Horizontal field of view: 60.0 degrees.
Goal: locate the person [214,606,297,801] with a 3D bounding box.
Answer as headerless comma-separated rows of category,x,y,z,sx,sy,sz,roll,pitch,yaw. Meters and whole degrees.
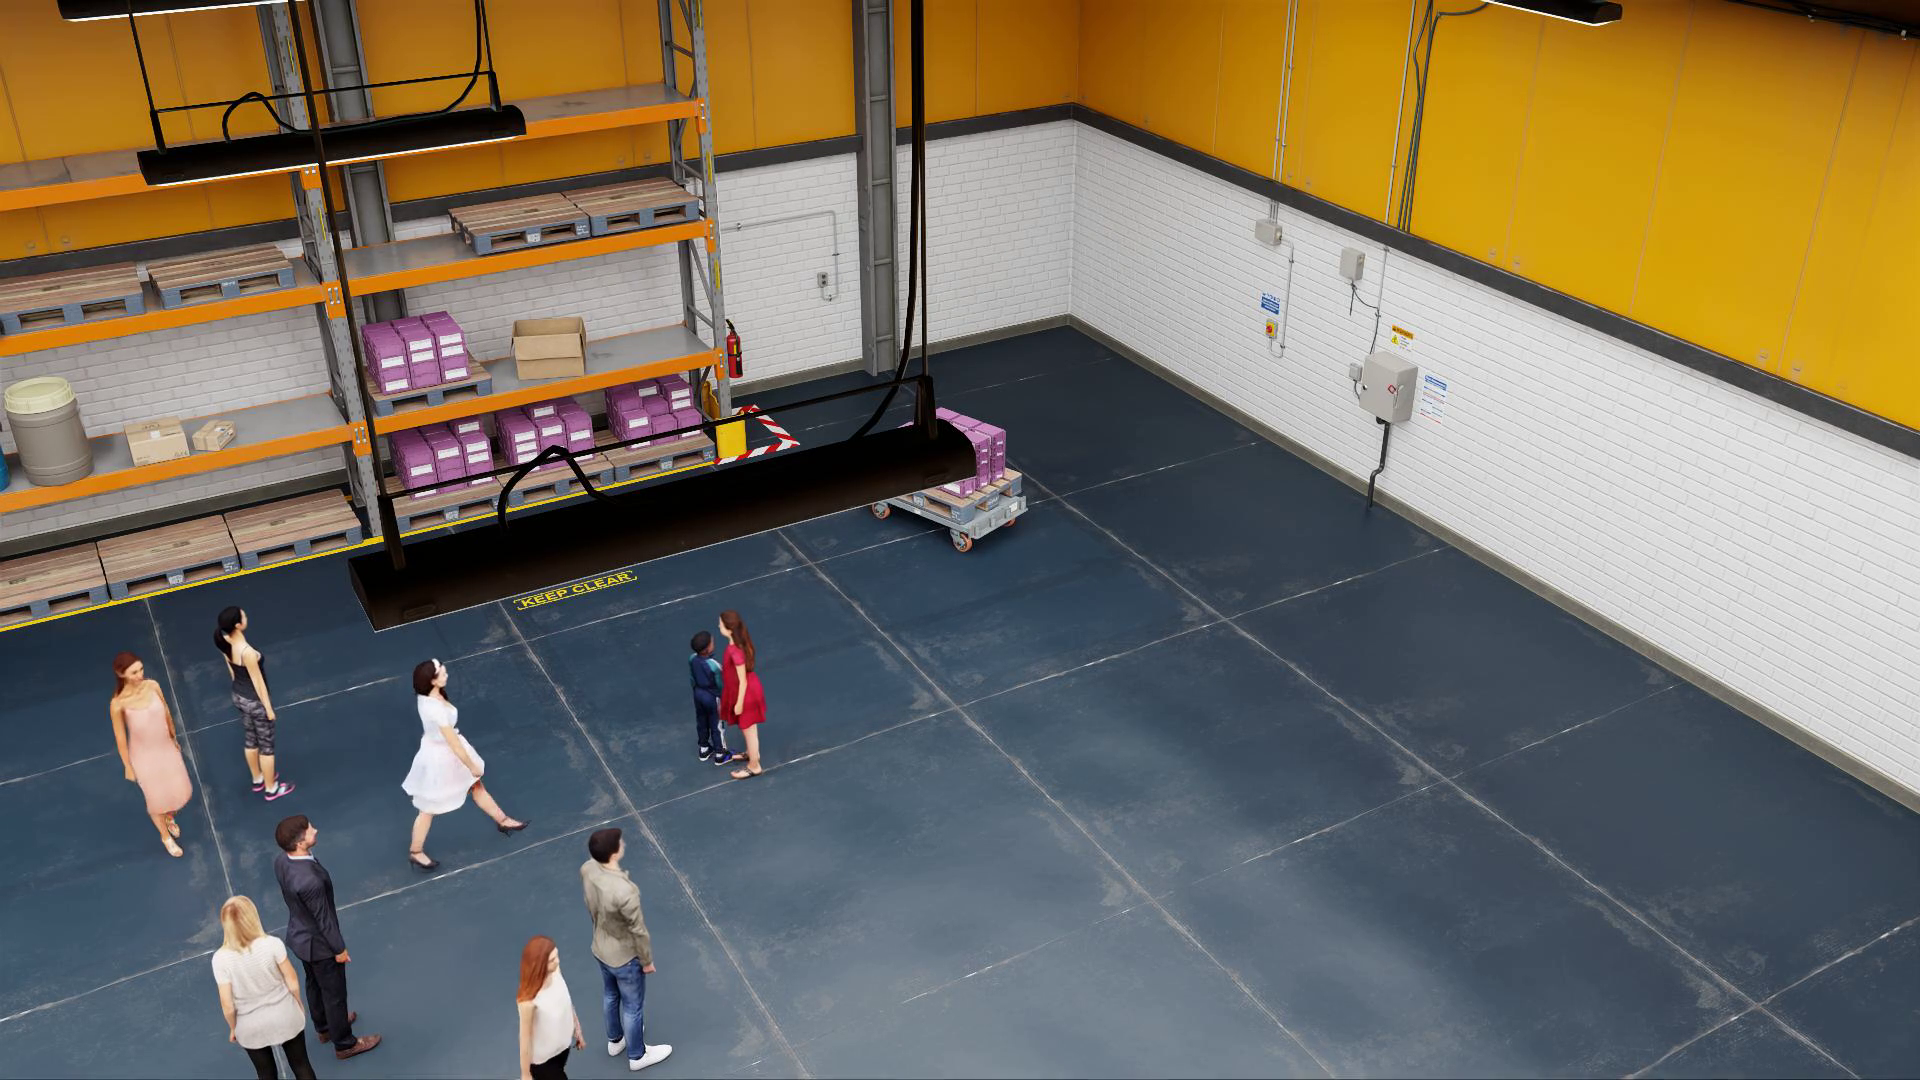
person,-5.681,1.296,13.315,0.635,1.725,0.649,19,34,31

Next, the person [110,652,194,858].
person,-6.195,1.606,12.649,0.815,1.817,0.742,18,34,30

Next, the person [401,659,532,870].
person,-3.974,1.743,12.454,1.214,1.765,0.757,-11,30,-19

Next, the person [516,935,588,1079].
person,-2.579,3.075,10.077,0.948,1.703,0.892,8,30,14

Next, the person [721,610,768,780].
person,-1.776,1.232,13.614,0.701,1.551,0.642,-3,29,-6

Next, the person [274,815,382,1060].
person,-4.179,2.571,10.827,0.704,1.868,0.699,23,36,35

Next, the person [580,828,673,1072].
person,-2.207,2.629,10.723,0.771,1.866,0.694,24,37,36

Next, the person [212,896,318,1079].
person,-4.243,2.939,10.200,0.473,1.823,0.676,-14,31,-23

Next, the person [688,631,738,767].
person,-2.087,1.298,13.802,0.568,1.255,0.588,17,33,28
